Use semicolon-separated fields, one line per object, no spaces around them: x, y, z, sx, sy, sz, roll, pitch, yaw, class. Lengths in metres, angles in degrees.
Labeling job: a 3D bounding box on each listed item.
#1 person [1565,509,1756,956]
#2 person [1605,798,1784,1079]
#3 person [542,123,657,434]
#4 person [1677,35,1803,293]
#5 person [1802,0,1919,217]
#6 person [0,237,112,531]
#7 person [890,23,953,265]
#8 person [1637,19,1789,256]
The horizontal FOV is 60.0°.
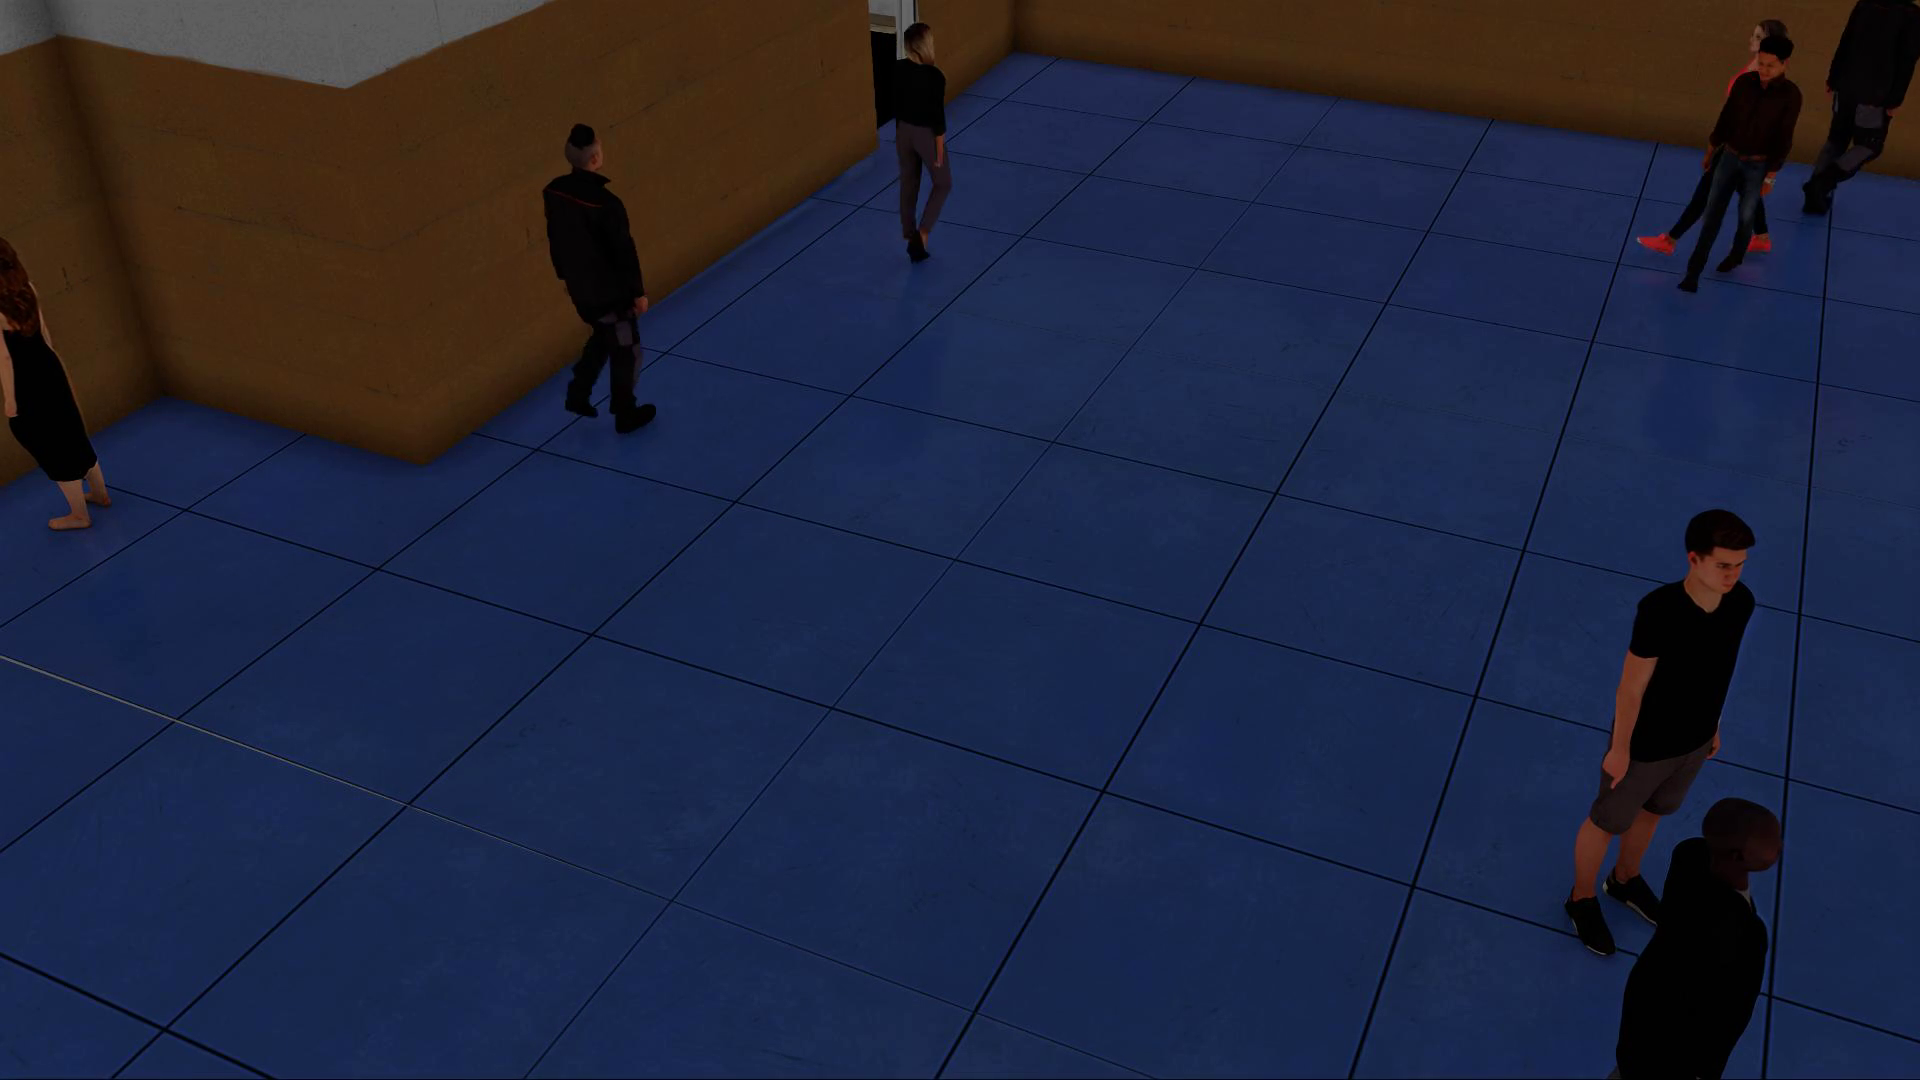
2.569;0.684;6.086;0.761;1.862;0.806;-14;36;-20;person
2.148;1.455;5.017;0.674;1.762;0.709;3;34;4;person
-2.043;-1.403;9.212;0.804;1.849;0.922;25;41;32;person
5.229;-2.474;10.977;1.016;1.702;1.204;-28;43;-36;person
6.420;-3.184;11.848;1.025;1.918;0.960;-19;38;-27;person
-4.737;-0.799;8.529;0.655;1.624;0.646;4;34;6;person
-0.323;-2.636;11.256;0.576;1.662;0.667;17;37;24;person
5.406;-2.662;11.313;1.187;1.643;0.738;8;34;12;person
